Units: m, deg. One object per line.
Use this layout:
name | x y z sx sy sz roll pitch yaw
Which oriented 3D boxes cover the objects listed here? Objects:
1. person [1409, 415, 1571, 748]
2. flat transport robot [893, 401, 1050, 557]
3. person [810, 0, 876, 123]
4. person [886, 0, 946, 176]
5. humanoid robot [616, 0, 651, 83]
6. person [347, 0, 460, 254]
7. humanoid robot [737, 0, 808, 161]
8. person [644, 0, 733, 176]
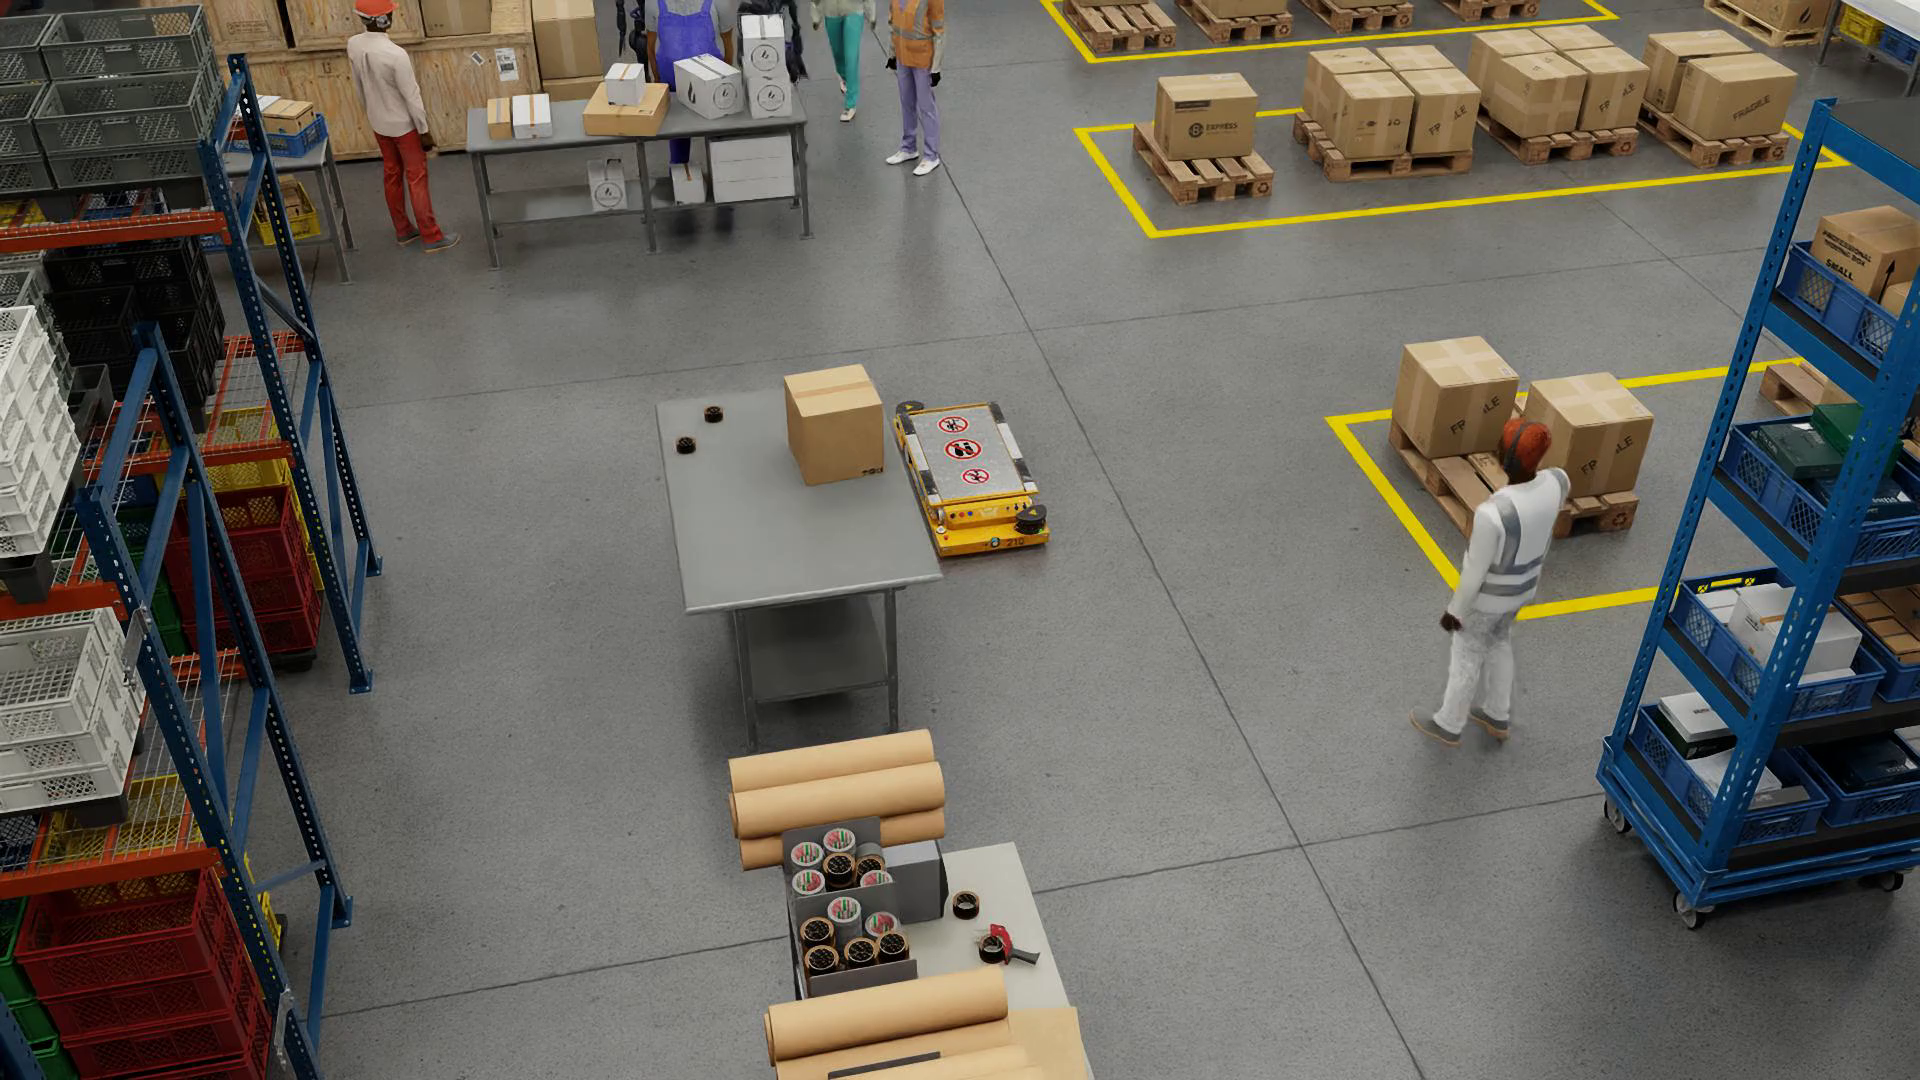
person | 2.534 0.224 7.902 0.580 1.881 0.370 -24 43 -28
flat transport robot | 0.046 -0.430 10.108 0.652 0.197 1.431 -8 37 -10
person | -1.012 -4.634 14.565 0.562 1.714 0.876 5 37 6
person | -0.378 -3.895 13.400 0.380 1.924 0.592 -30 46 -34
humanoid robot | -2.639 -4.313 14.166 0.581 1.651 0.326 10 38 13
person | -4.132 -3.070 12.235 0.610 1.995 0.377 20 41 25
humanoid robot | -1.490 -3.865 13.569 0.624 1.645 0.482 -20 41 -25
person | -2.080 -3.615 12.929 0.679 2.000 0.538 -2 37 -3
